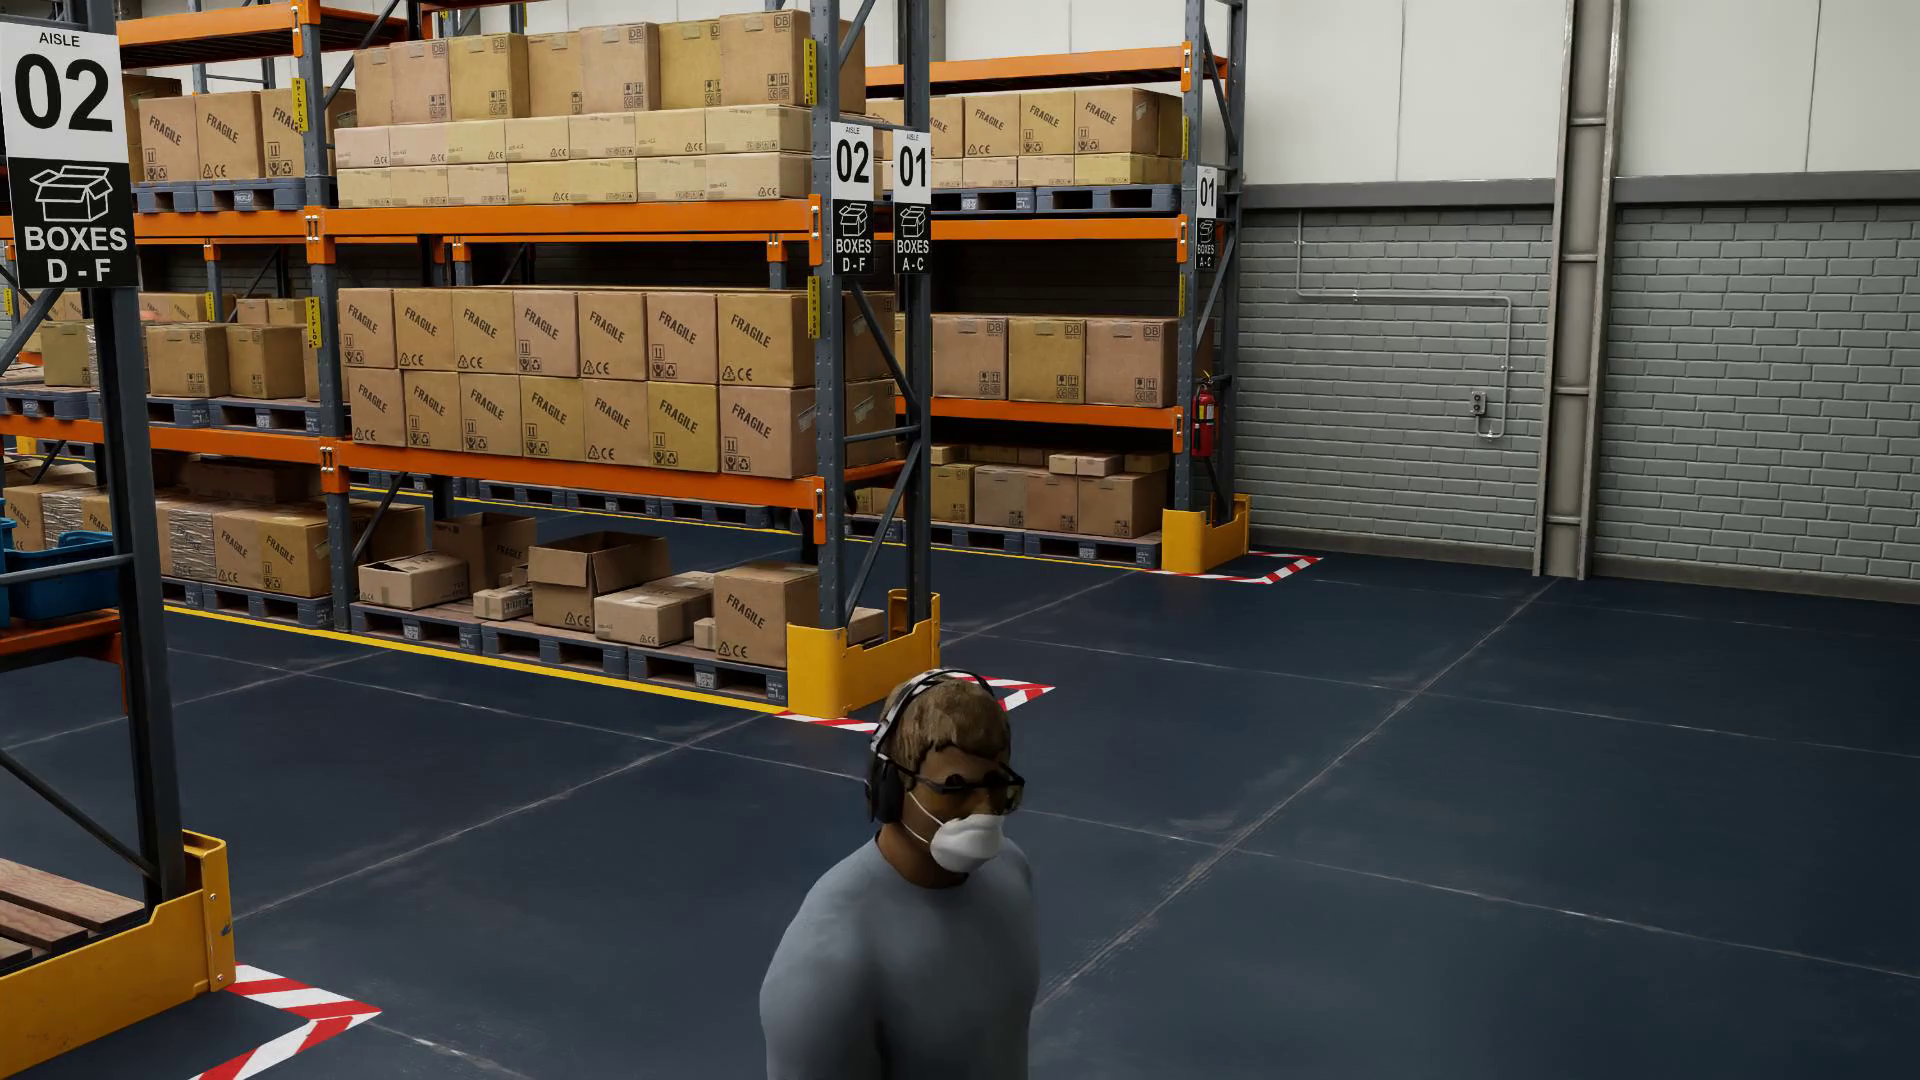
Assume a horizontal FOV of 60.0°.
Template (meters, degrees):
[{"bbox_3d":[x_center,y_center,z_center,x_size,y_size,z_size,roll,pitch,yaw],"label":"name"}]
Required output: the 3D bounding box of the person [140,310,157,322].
[{"bbox_3d":[-8.407,-1.391,17.280,0.675,1.967,0.621,8,12,37],"label":"person"}]

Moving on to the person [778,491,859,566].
[{"bbox_3d":[-0.912,-0.305,11.138,0.603,1.900,0.616,5,11,26],"label":"person"}]

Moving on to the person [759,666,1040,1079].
[{"bbox_3d":[-0.058,1.138,2.586,0.377,1.937,0.629,5,11,28],"label":"person"}]
